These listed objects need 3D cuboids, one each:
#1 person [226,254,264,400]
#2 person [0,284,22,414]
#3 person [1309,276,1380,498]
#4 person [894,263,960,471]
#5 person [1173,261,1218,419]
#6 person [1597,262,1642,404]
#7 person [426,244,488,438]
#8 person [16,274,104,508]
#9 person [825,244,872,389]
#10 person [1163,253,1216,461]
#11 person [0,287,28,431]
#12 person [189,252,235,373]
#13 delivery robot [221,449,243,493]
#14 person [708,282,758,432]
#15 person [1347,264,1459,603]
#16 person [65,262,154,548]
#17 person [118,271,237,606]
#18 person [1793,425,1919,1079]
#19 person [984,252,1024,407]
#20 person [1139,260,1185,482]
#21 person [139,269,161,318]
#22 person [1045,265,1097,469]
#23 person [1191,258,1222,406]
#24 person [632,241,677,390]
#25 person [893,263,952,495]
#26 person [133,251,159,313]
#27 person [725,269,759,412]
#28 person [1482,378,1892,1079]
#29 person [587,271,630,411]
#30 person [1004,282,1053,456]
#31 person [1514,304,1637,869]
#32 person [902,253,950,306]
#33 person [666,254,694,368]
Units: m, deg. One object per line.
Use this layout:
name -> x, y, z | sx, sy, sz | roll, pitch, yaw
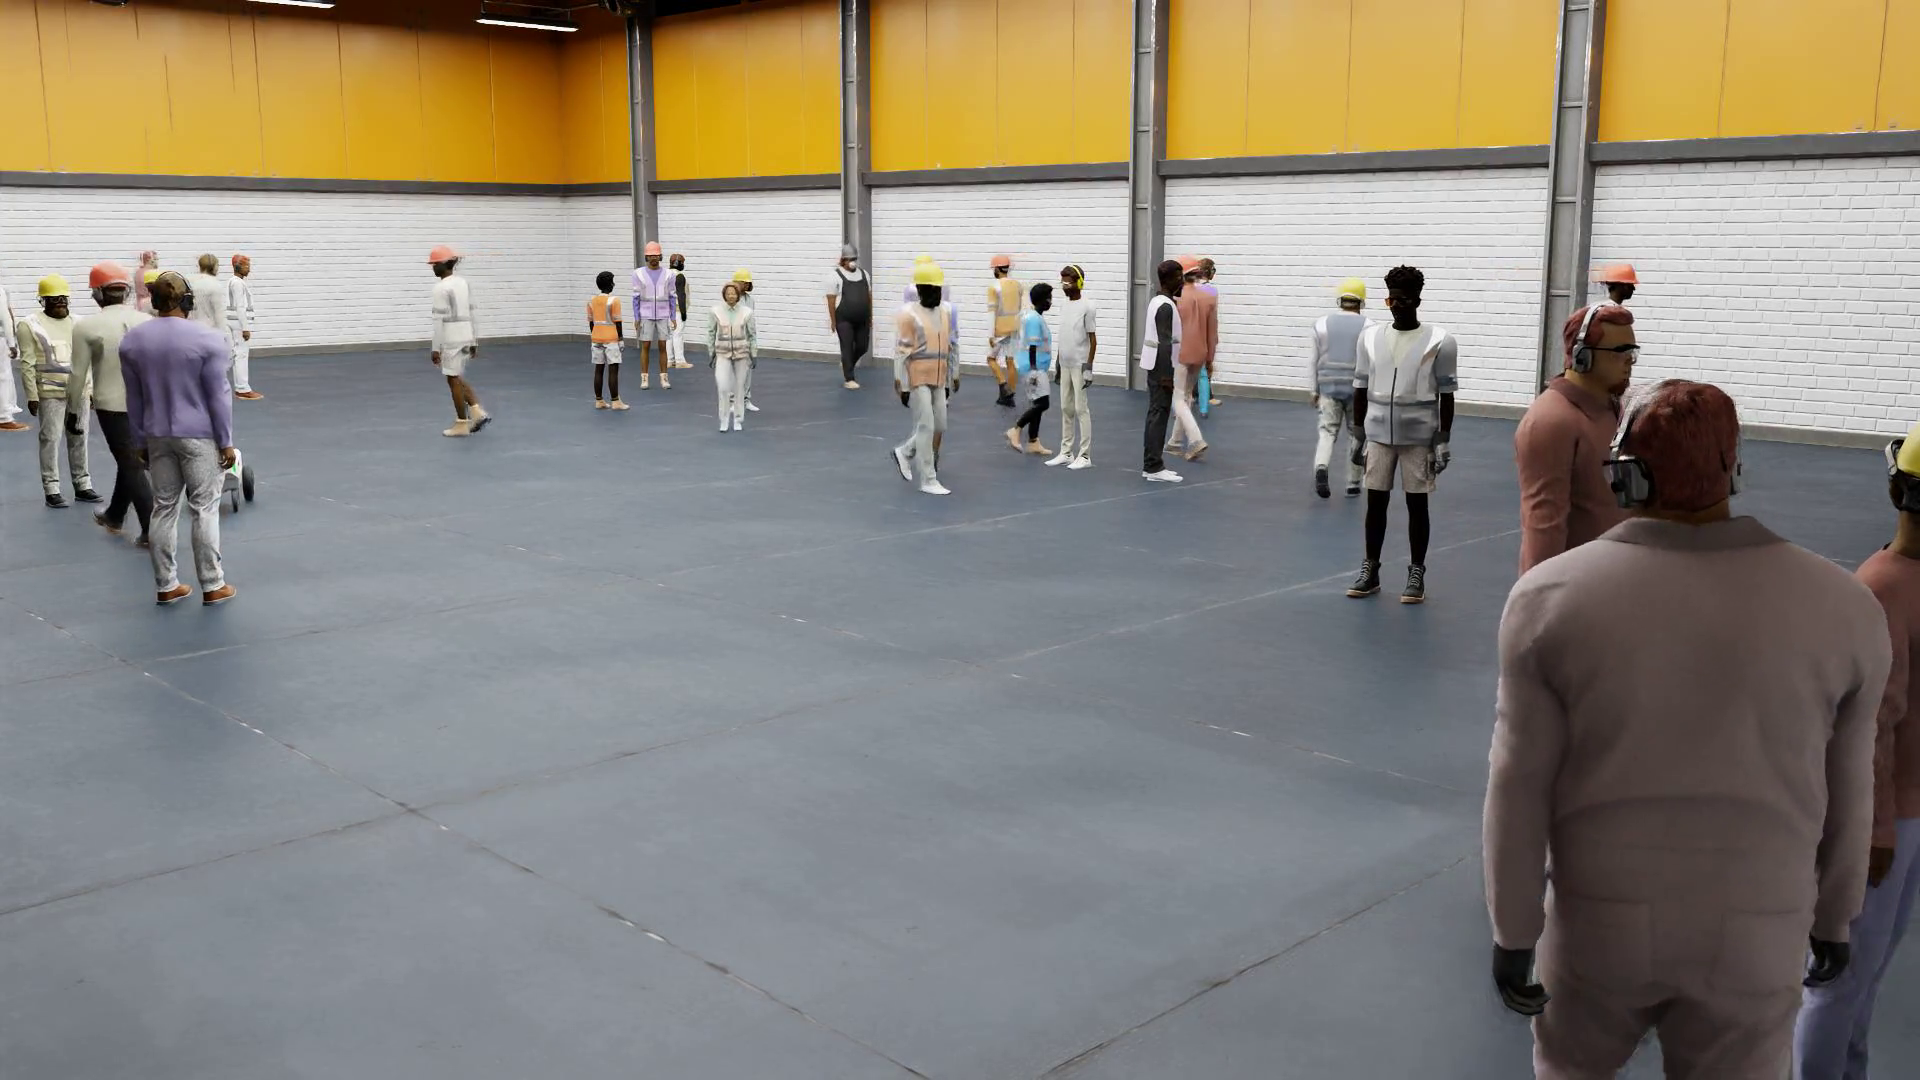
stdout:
person -> -9.363, -2.773, 21.688 | 0.359, 1.886, 0.573 | -5, 12, -28
person -> -11.545, -2.430, 19.861 | 0.512, 1.872, 0.328 | -4, 11, -23
person -> 3.078, -1.208, 13.367 | 0.594, 1.810, 0.688 | 5, 11, 24
person -> -0.304, -1.505, 14.781 | 0.569, 1.878, 1.008 | 2, 11, 8
person -> 2.716, -2.320, 19.327 | 0.573, 1.843, 0.376 | -2, 11, -11
person -> 5.586, -1.467, 14.533 | 0.885, 1.908, 0.547 | 4, 11, 21
person -> -5.364, -2.085, 17.535 | 0.472, 2.027, 0.641 | 3, 11, 14
person -> -7.080, -1.178, 13.134 | 0.404, 1.830, 0.602 | 6, 12, 28
person -> -1.563, -3.163, 23.392 | 0.691, 2.000, 0.739 | -7, 12, -33
person -> 2.164, -1.748, 15.887 | 0.630, 1.967, 0.885 | -6, 12, -30
person -> -10.569, -2.094, 18.099 | 0.668, 1.854, 0.344 | 2, 11, 12
person -> -9.182, -2.545, 20.360 | 0.627, 1.924, 0.452 | 6, 12, 30
delivery robot -> -5.846, -0.575, 13.076 | 0.477, 0.478, 0.707 | -4, 11, -20
person -> -2.454, -1.962, 17.969 | 0.540, 1.614, 0.674 | -1, 10, -7
person -> 2.567, -0.613, 9.689 | 0.609, 1.964, 0.367 | 7, 12, 33
person -> -5.834, -0.931, 11.482 | 1.009, 1.936, 0.647 | 7, 12, 32
person -> -4.487, -0.573, 9.591 | 0.622, 1.932, 0.368 | 1, 10, 8
person -> 2.104, 0.589, 3.708 | 0.328, 1.760, 0.524 | 9, 14, 41
person -> 0.542, -2.608, 20.715 | 0.566, 1.918, 0.405 | -6, 12, -31
person -> 1.759, -1.473, 14.510 | 0.383, 1.918, 0.591 | 0, 10, 1
person -> -9.485, -2.363, 19.871 | 0.792, 1.732, 0.527 | 5, 12, 26
person -> 1.034, -1.580, 15.245 | 0.329, 1.865, 0.514 | -8, 13, -36
person -> 3.070, -2.611, 20.915 | 0.346, 1.846, 0.506 | -6, 12, -31
person -> -4.229, -3.108, 23.083 | 0.606, 2.045, 0.389 | -3, 11, -16
person -> -0.330, -1.341, 13.812 | 0.666, 1.912, 0.594 | 9, 14, 41
person -> -12.779, -3.652, 26.510 | 0.650, 1.878, 0.821 | 7, 13, 35
person -> -2.625, -2.401, 20.078 | 0.335, 1.734, 0.480 | 6, 12, 30
person -> 1.270, 0.662, 2.969 | 0.653, 1.883, 0.465 | 3, 11, 17
person -> -4.302, -2.421, 20.280 | 0.530, 1.697, 0.321 | 7, 12, 32
person -> 0.712, -1.638, 16.034 | 0.402, 1.680, 0.548 | 2, 11, 9
person -> 2.086, 0.168, 5.595 | 0.403, 1.906, 0.652 | 8, 13, 36
person -> -0.461, -2.548, 20.390 | 0.603, 1.903, 0.694 | -4, 11, -22
person -> -4.563, -3.684, 26.799 | 0.430, 1.837, 0.624 | -7, 12, -33
